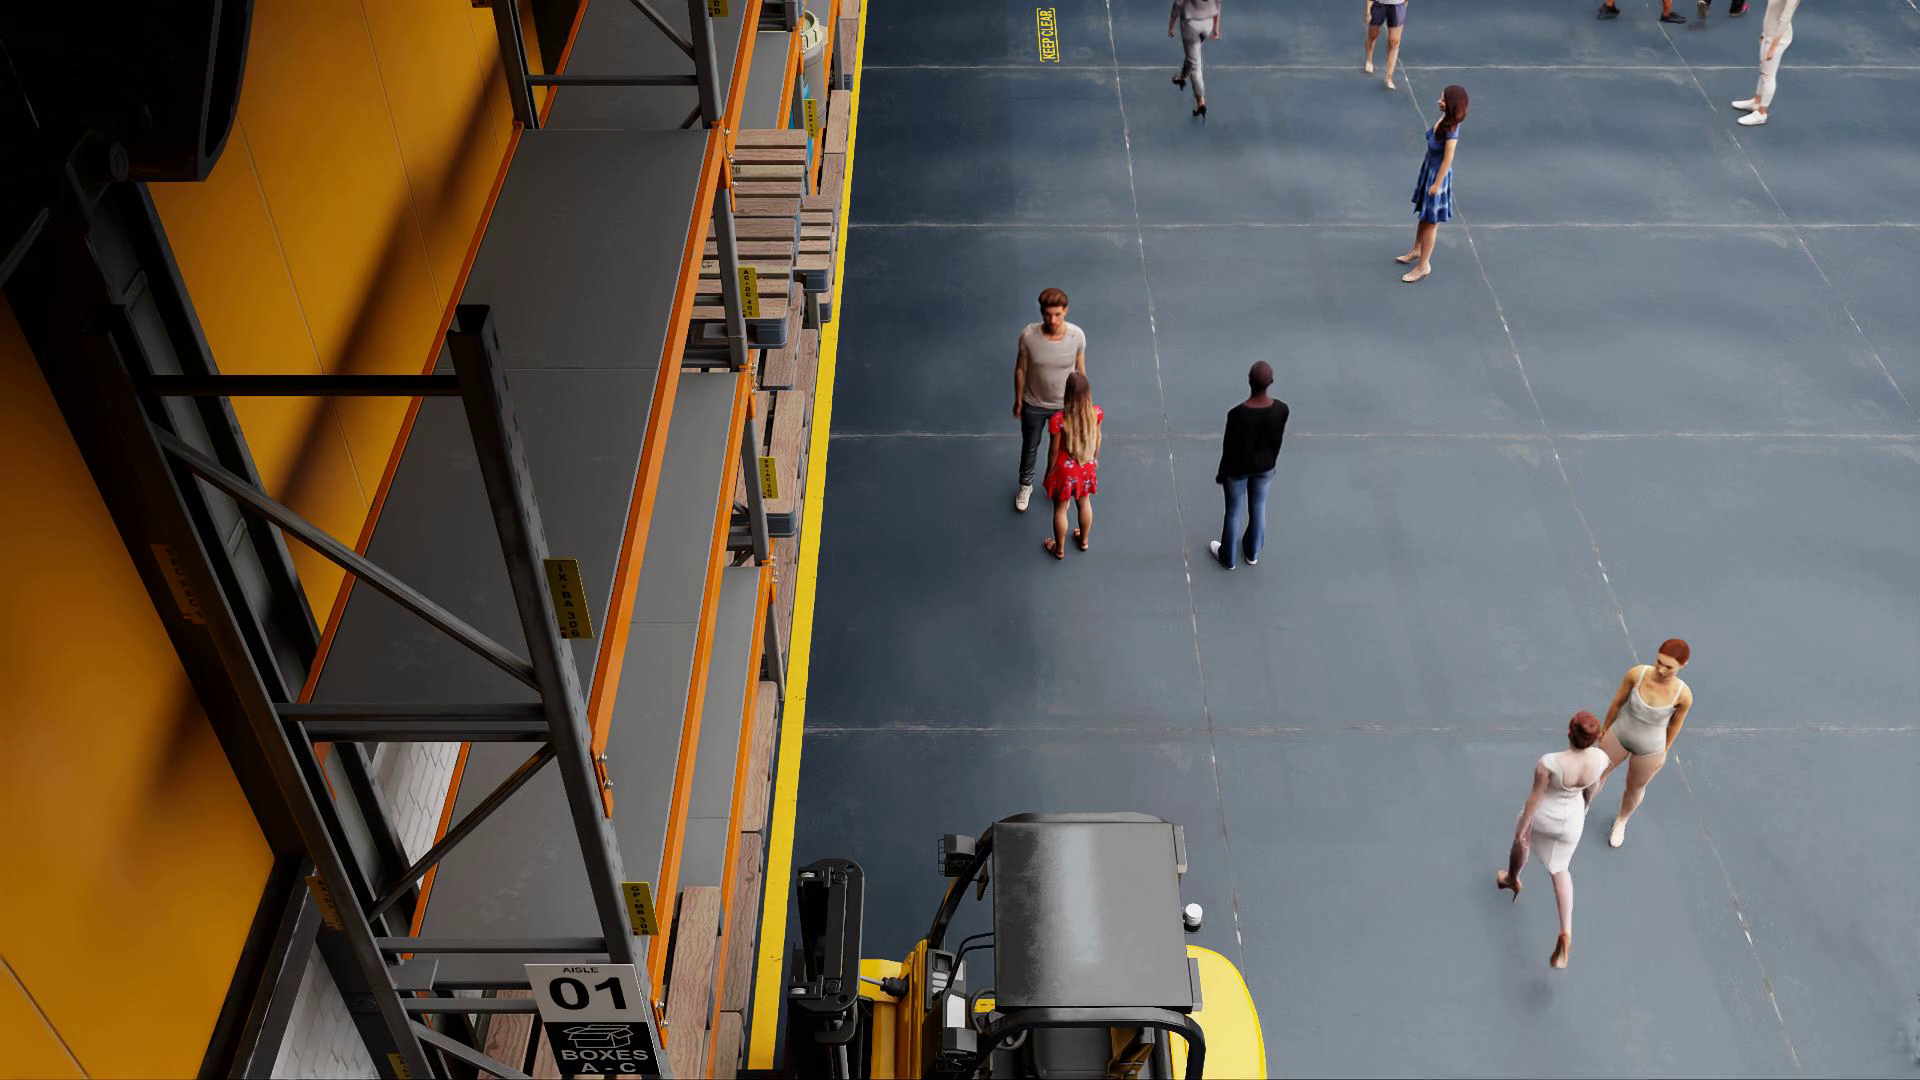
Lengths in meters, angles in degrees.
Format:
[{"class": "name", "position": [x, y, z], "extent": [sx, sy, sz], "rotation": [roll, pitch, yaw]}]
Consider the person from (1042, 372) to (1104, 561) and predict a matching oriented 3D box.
[{"class": "person", "position": [0.785, -0.513, 11.625], "extent": [0.650, 1.593, 0.657], "rotation": [-16, 46, -16]}]

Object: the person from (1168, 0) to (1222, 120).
[{"class": "person", "position": [2.333, -4.912, 16.219], "extent": [0.890, 1.625, 1.193], "rotation": [-15, 46, -15]}]

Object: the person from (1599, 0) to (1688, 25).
[{"class": "person", "position": [7.329, -6.285, 17.612], "extent": [0.722, 1.693, 1.092], "rotation": [1, 44, 1]}]

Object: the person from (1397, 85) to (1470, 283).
[{"class": "person", "position": [4.015, -3.031, 14.114], "extent": [0.733, 1.806, 0.509], "rotation": [3, 44, 3]}]

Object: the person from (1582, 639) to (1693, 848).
[{"class": "person", "position": [3.992, 1.176, 9.815], "extent": [0.619, 1.644, 0.640], "rotation": [25, 49, 24]}]

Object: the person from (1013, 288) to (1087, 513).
[{"class": "person", "position": [0.636, -1.015, 11.930], "extent": [0.661, 1.898, 0.547], "rotation": [-1, 44, -1]}]

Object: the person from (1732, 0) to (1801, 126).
[{"class": "person", "position": [7.918, -4.864, 16.113], "extent": [0.704, 1.702, 0.565], "rotation": [9, 44, 10]}]

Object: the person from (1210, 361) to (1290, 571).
[{"class": "person", "position": [2.005, -0.506, 11.504], "extent": [0.642, 1.749, 0.606], "rotation": [-9, 44, -10]}]

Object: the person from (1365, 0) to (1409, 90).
[{"class": "person", "position": [4.316, -5.426, 16.826], "extent": [0.614, 1.532, 0.926], "rotation": [2, 44, 3]}]

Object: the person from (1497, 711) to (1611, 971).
[{"class": "person", "position": [3.310, 1.655, 9.222], "extent": [0.610, 1.769, 1.056], "rotation": [-1, 44, -2]}]

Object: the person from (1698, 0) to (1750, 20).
[{"class": "person", "position": [8.320, -6.363, 17.628], "extent": [1.082, 1.782, 1.068], "rotation": [-29, 51, -27]}]
